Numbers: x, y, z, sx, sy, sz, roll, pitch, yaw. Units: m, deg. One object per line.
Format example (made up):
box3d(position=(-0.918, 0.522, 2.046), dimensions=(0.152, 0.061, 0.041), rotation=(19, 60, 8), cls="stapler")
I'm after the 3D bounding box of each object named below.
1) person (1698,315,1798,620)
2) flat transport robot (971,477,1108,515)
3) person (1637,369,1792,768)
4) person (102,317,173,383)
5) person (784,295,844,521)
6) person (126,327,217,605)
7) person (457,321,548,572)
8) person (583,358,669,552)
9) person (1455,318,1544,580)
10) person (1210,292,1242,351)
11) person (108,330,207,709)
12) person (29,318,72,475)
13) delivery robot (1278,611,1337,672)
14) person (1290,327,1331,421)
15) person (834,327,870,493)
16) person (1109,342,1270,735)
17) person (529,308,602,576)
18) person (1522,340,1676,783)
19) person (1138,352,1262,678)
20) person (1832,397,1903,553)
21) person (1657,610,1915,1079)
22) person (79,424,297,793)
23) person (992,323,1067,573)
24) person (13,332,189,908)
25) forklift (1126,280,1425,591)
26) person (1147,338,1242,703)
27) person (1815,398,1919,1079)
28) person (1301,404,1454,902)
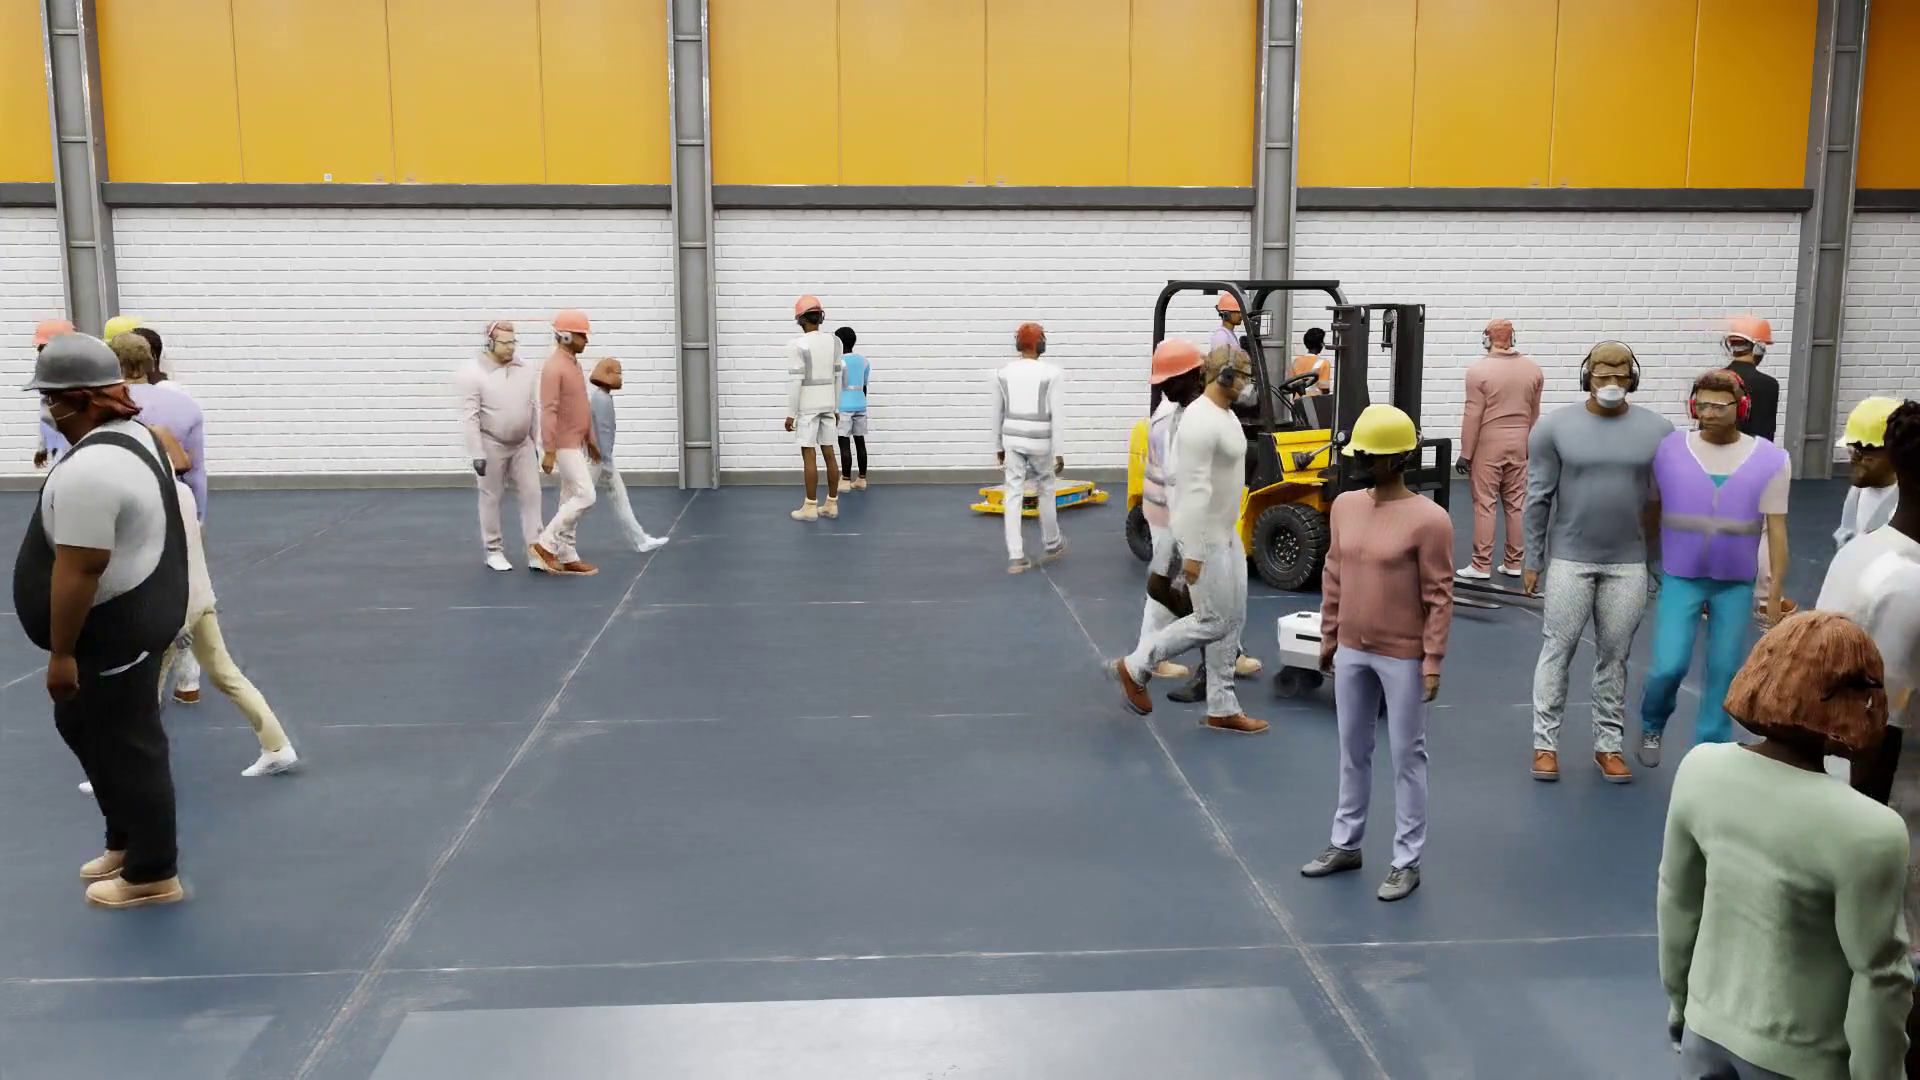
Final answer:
box3d(position=(5.000, -0.449, 10.642), dimensions=(0.846, 1.956, 0.643), rotation=(-4, 10, -23), cls="person")
box3d(position=(0.766, -0.422, 15.748), dimensions=(0.652, 0.197, 1.431), rotation=(6, 11, 34), cls="flat transport robot")
box3d(position=(3.199, 0.180, 7.112), dimensions=(0.552, 1.826, 0.474), rotation=(3, 9, 18), cls="person")
box3d(position=(-6.569, -0.825, 13.232), dimensions=(0.945, 1.876, 0.610), rotation=(4, 10, 22), cls="person")
box3d(position=(-1.337, -1.189, 15.049), dimensions=(0.605, 2.034, 0.392), rotation=(-9, 13, -44), cls="person")
box3d(position=(-4.756, -0.303, 9.862), dimensions=(0.446, 1.906, 0.626), rotation=(-7, 12, -39), cls="person")
box3d(position=(-3.315, -0.669, 12.273), dimensions=(0.827, 1.872, 0.679), rotation=(9, 13, 44), cls="person")
box3d(position=(-2.822, -0.641, 13.075), dimensions=(0.962, 1.565, 0.518), rotation=(-2, 9, -12), cls="person")
box3d(position=(3.898, -0.655, 12.114), dimensions=(0.637, 1.902, 0.406), rotation=(-3, 10, -18), cls="person")
box3d(position=(2.701, -1.473, 16.800), dimensions=(0.392, 2.045, 0.608), rotation=(3, 9, 16), cls="person")
box3d(position=(-4.103, -0.077, 8.357), dimensions=(0.359, 1.938, 0.635), rotation=(9, 12, 43), cls="person")
box3d(position=(-6.668, -0.725, 12.551), dimensions=(0.543, 1.906, 0.891), rotation=(8, 12, 40), cls="person")
box3d(position=(2.008, 0.528, 8.601), dimensions=(0.707, 0.478, 0.477), rotation=(8, 12, 40), cls="delivery robot")
box3d(position=(3.550, -1.303, 16.836), dimensions=(0.318, 1.694, 0.534), rotation=(-5, 10, -29), cls="person")
box3d(position=(-1.139, -1.329, 16.993), dimensions=(0.319, 1.693, 0.532), rotation=(8, 12, 39), cls="person")
box3d(position=(1.138, 0.000, 8.013), dimensions=(0.686, 1.908, 0.637), rotation=(3, 10, 21), cls="person")
box3d(position=(-2.835, -0.699, 12.144), dimensions=(0.434, 1.968, 0.607), rotation=(0, 9, -2), cls="person")
box3d(position=(2.774, 0.099, 7.259), dimensions=(0.635, 1.936, 0.354), rotation=(1, 9, 7), cls="person")
box3d(position=(1.303, -0.111, 9.025), dimensions=(0.747, 1.800, 0.681), rotation=(4, 10, 24), cls="person")
box3d(position=(3.740, 0.318, 6.482), dimensions=(0.962, 1.765, 0.595), rotation=(-1, 9, -5), cls="person")
box3d(position=(1.471, 0.929, 2.999), dimensions=(0.268, 1.631, 0.509), rotation=(-3, 10, -20), cls="person")
box3d(position=(-3.335, 0.287, 7.177), dimensions=(0.859, 1.588, 0.514), rotation=(-2, 9, -10), cls="person")
box3d(position=(0.558, -0.714, 12.639), dimensions=(0.611, 1.843, 0.924), rotation=(3, 10, 21), cls="person")
box3d(position=(-2.997, 0.285, 5.769), dimensions=(0.579, 2.000, 0.712), rotation=(-2, 9, -12), cls="person")
box3d(position=(2.301, -0.860, 12.475), dimensions=(1.214, 2.155, 2.313), rotation=(-6, 11, -35), cls="forklift")
box3d(position=(1.180, -0.094, 8.622), dimensions=(0.469, 1.891, 0.592), rotation=(-2, 9, -14), cls="person")
box3d(position=(2.237, 0.627, 3.936), dimensions=(0.726, 1.939, 0.622), rotation=(2, 9, 13), cls="person")
box3d(position=(1.495, 0.398, 5.933), dimensions=(0.329, 1.765, 0.525), rotation=(-7, 11, -38), cls="person")
